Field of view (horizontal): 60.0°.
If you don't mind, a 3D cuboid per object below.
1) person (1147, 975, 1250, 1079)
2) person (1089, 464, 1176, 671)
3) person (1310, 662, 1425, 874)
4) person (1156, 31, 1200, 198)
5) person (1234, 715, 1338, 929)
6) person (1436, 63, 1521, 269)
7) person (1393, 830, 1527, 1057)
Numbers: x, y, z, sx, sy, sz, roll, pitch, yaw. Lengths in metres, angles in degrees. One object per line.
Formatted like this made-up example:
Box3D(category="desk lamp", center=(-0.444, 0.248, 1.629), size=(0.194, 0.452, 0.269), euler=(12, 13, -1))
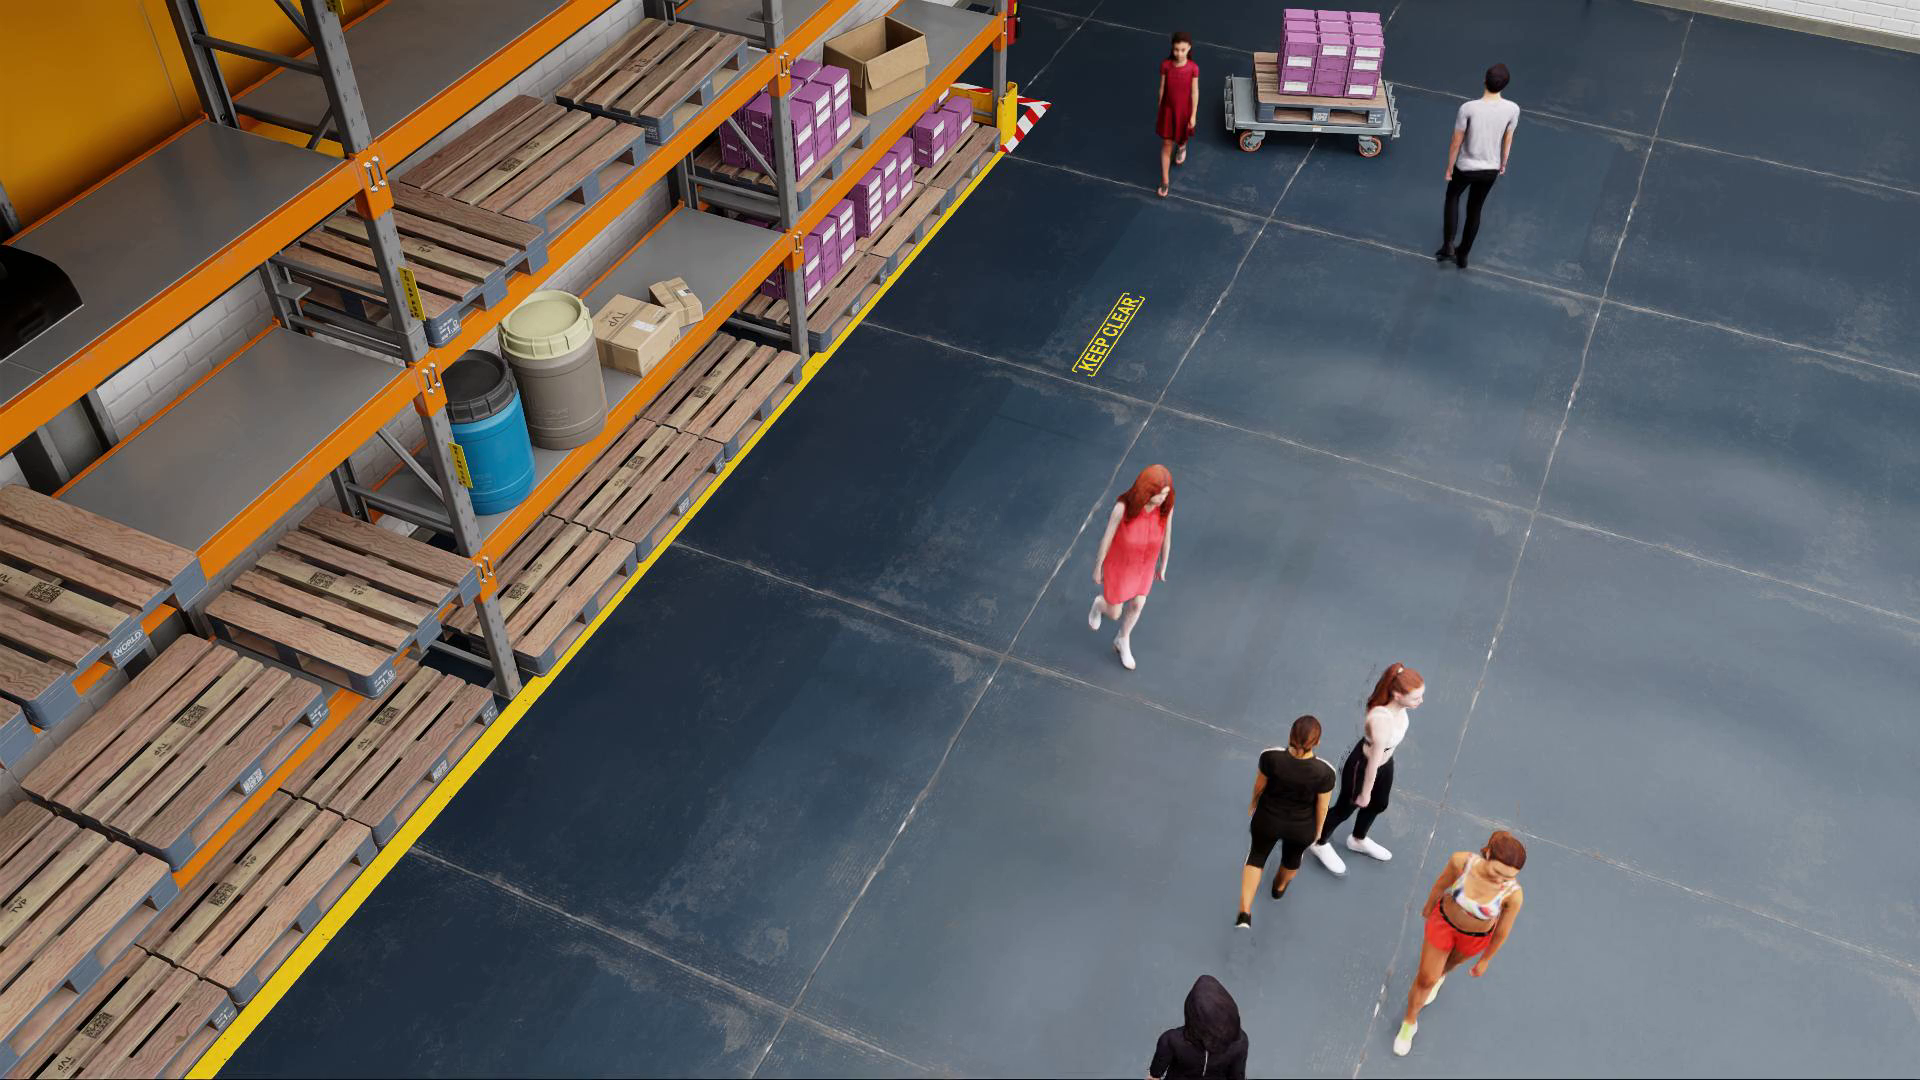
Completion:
Box3D(category="person", center=(1.141, 2.772, 7.999), size=(0.747, 1.790, 0.764), euler=(-1, 44, -1))
Box3D(category="person", center=(1.071, 0.126, 10.771), size=(0.882, 1.797, 0.951), euler=(-10, 44, -10))
Box3D(category="person", center=(2.324, 1.294, 9.591), size=(0.698, 1.734, 0.655), euler=(29, 51, 27))
Box3D(category="person", center=(2.004, -3.988, 15.287), size=(0.724, 1.524, 1.059), euler=(5, 44, 6))
Box3D(category="person", center=(1.812, 1.609, 9.317), size=(0.610, 1.656, 0.913), euler=(15, 46, 16))
Box3D(category="person", center=(4.393, -3.113, 14.132), size=(0.758, 1.850, 0.752), euler=(7, 44, 7))
Box3D(category="person", center=(2.666, 2.008, 8.829), size=(0.671, 1.751, 0.910), euler=(32, 52, 29))
